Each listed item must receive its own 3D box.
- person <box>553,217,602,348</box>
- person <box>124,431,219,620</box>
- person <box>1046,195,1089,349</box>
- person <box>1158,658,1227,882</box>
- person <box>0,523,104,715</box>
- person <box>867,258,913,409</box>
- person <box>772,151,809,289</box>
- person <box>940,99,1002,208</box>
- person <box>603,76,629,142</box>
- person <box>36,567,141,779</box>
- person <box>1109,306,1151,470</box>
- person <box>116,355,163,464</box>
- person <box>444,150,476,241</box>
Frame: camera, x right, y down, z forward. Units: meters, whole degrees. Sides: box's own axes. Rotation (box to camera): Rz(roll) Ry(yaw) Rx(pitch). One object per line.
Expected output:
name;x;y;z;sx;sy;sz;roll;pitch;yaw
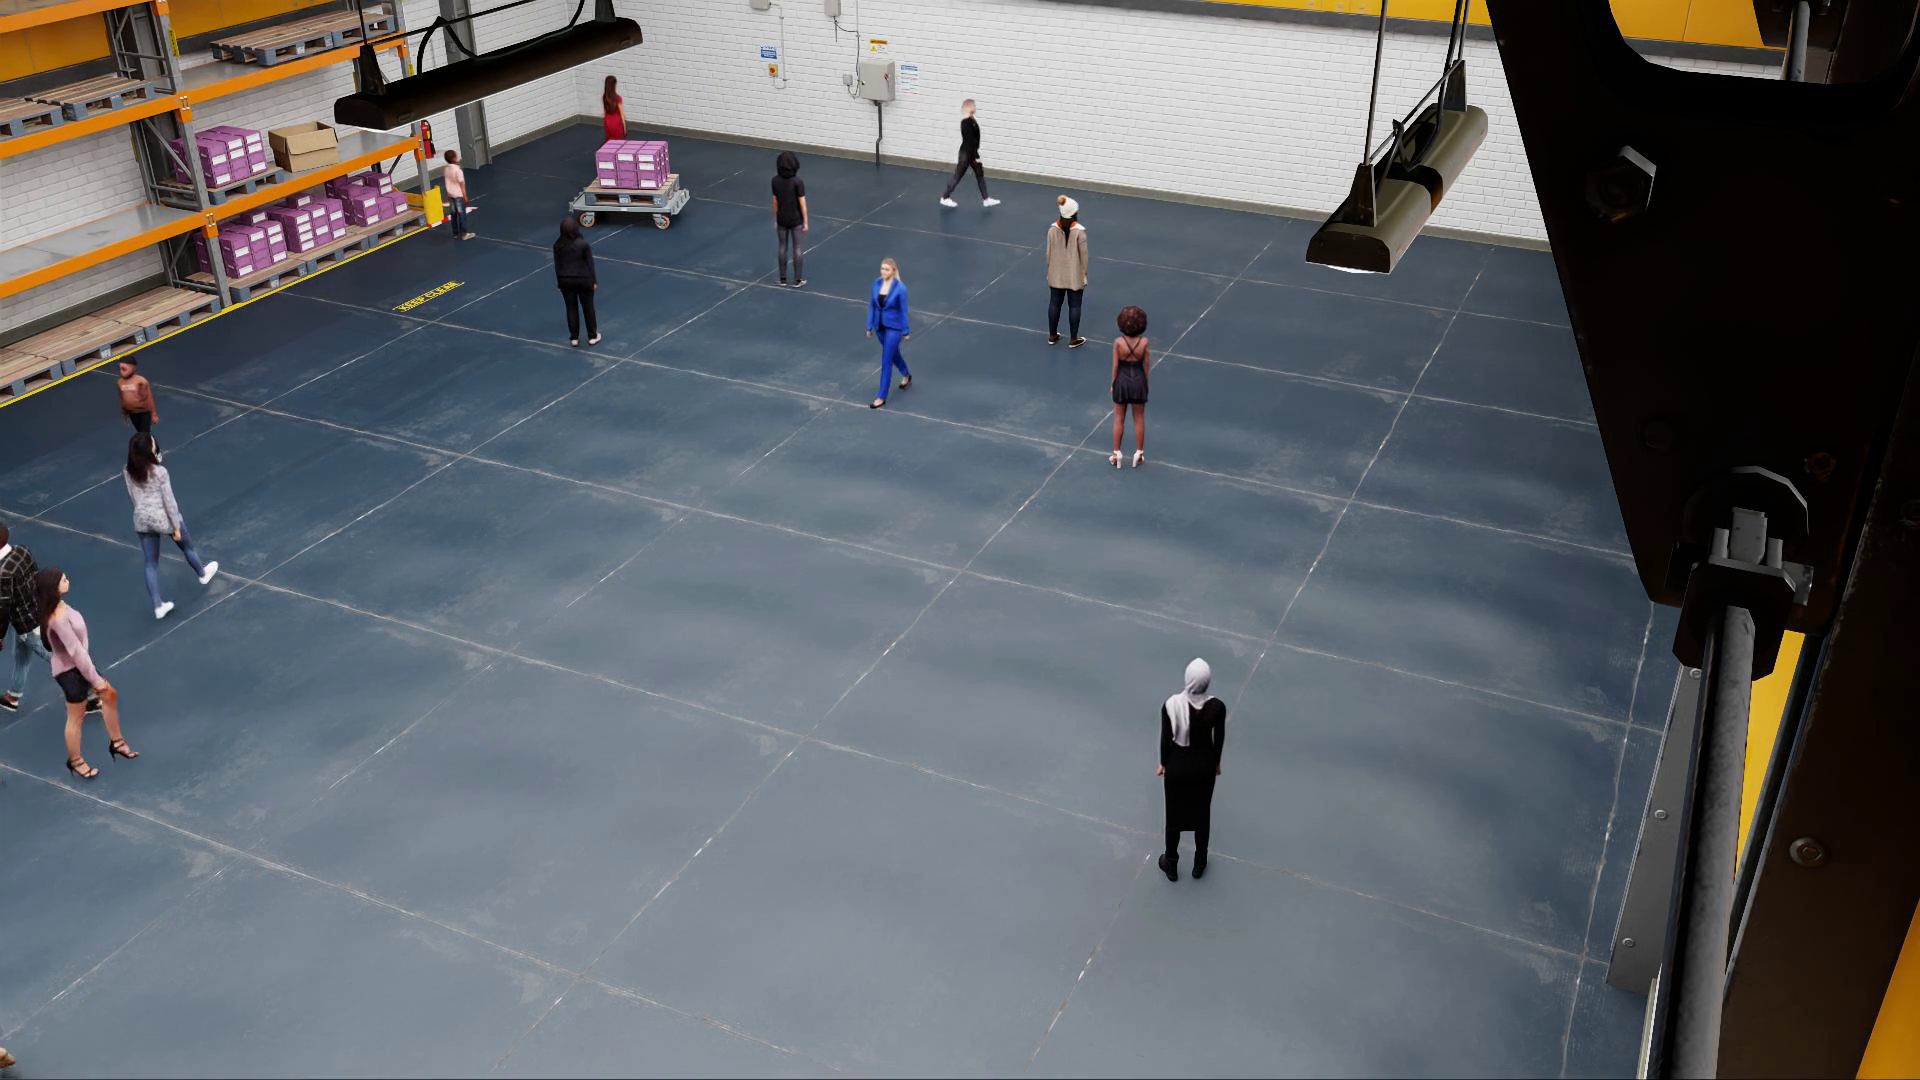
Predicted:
person;-4.719;-3.177;20.464;0.757;1.616;0.778;-1;29;-3
person;-7.168;-0.101;14.744;0.870;1.693;1.171;3;29;5
person;1.301;-3.308;20.415;0.693;1.894;0.648;14;32;24
person;1.601;1.602;11.532;0.678;1.780;0.676;-1;29;-1
person;-7.278;0.674;13.245;1.176;1.769;1.208;-5;29;-9
person;-0.759;-2.410;19.015;0.736;1.657;1.167;17;33;28
person;-2.292;-4.305;22.310;0.668;1.828;0.590;8;30;14
person;0.028;-5.829;25.301;0.908;1.640;1.168;4;29;6
person;-5.667;-6.761;27.114;0.578;1.539;0.876;10;30;18
person;-6.778;1.051;12.530;0.904;1.792;0.842;-11;31;-20
person;1.777;-1.591;17.376;0.639;1.790;0.666;-1;29;-3
person;-8.620;-1.381;17.560;0.577;1.244;0.568;5;29;8
person;-7.335;-5.026;24.175;0.504;1.308;0.506;17;33;28
